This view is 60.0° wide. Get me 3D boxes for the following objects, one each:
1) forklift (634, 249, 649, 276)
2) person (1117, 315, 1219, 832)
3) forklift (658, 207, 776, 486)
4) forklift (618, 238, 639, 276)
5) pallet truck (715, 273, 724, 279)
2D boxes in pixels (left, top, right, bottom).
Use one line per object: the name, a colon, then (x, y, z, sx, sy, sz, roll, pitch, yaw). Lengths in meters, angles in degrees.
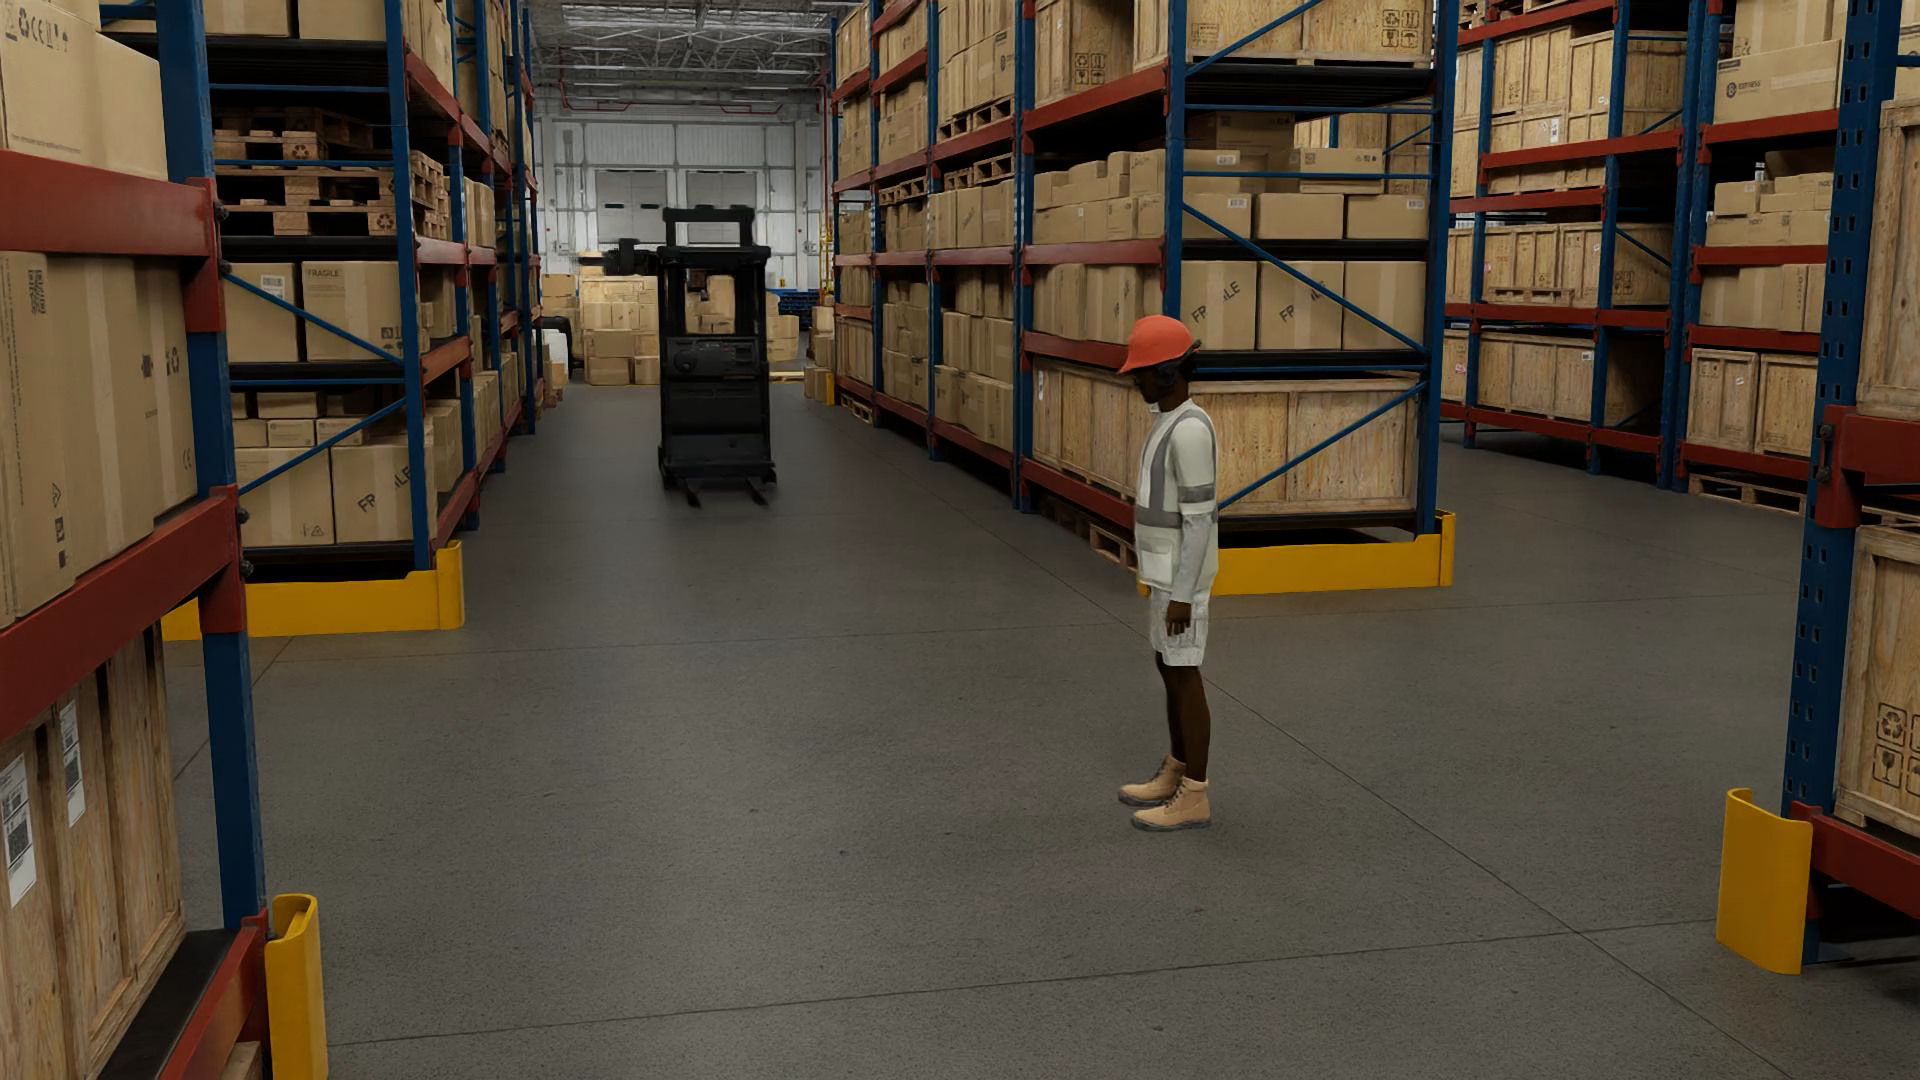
forklift: (-11.119, -8.584, 57.144, 1.129, 2.768, 1.873, -7, 12, -38)
person: (0.813, 0.137, 6.571, 0.407, 2.031, 0.610, 0, 9, -1)
forklift: (-2.599, -2.056, 17.358, 1.129, 2.768, 1.873, -2, 10, -12)
forklift: (-7.097, -5.059, 35.659, 1.873, 2.768, 1.129, -2, 10, -13)
pallet truck: (-8.580, -8.986, 62.280, 1.885, 1.965, 0.823, 1, 9, 5)
